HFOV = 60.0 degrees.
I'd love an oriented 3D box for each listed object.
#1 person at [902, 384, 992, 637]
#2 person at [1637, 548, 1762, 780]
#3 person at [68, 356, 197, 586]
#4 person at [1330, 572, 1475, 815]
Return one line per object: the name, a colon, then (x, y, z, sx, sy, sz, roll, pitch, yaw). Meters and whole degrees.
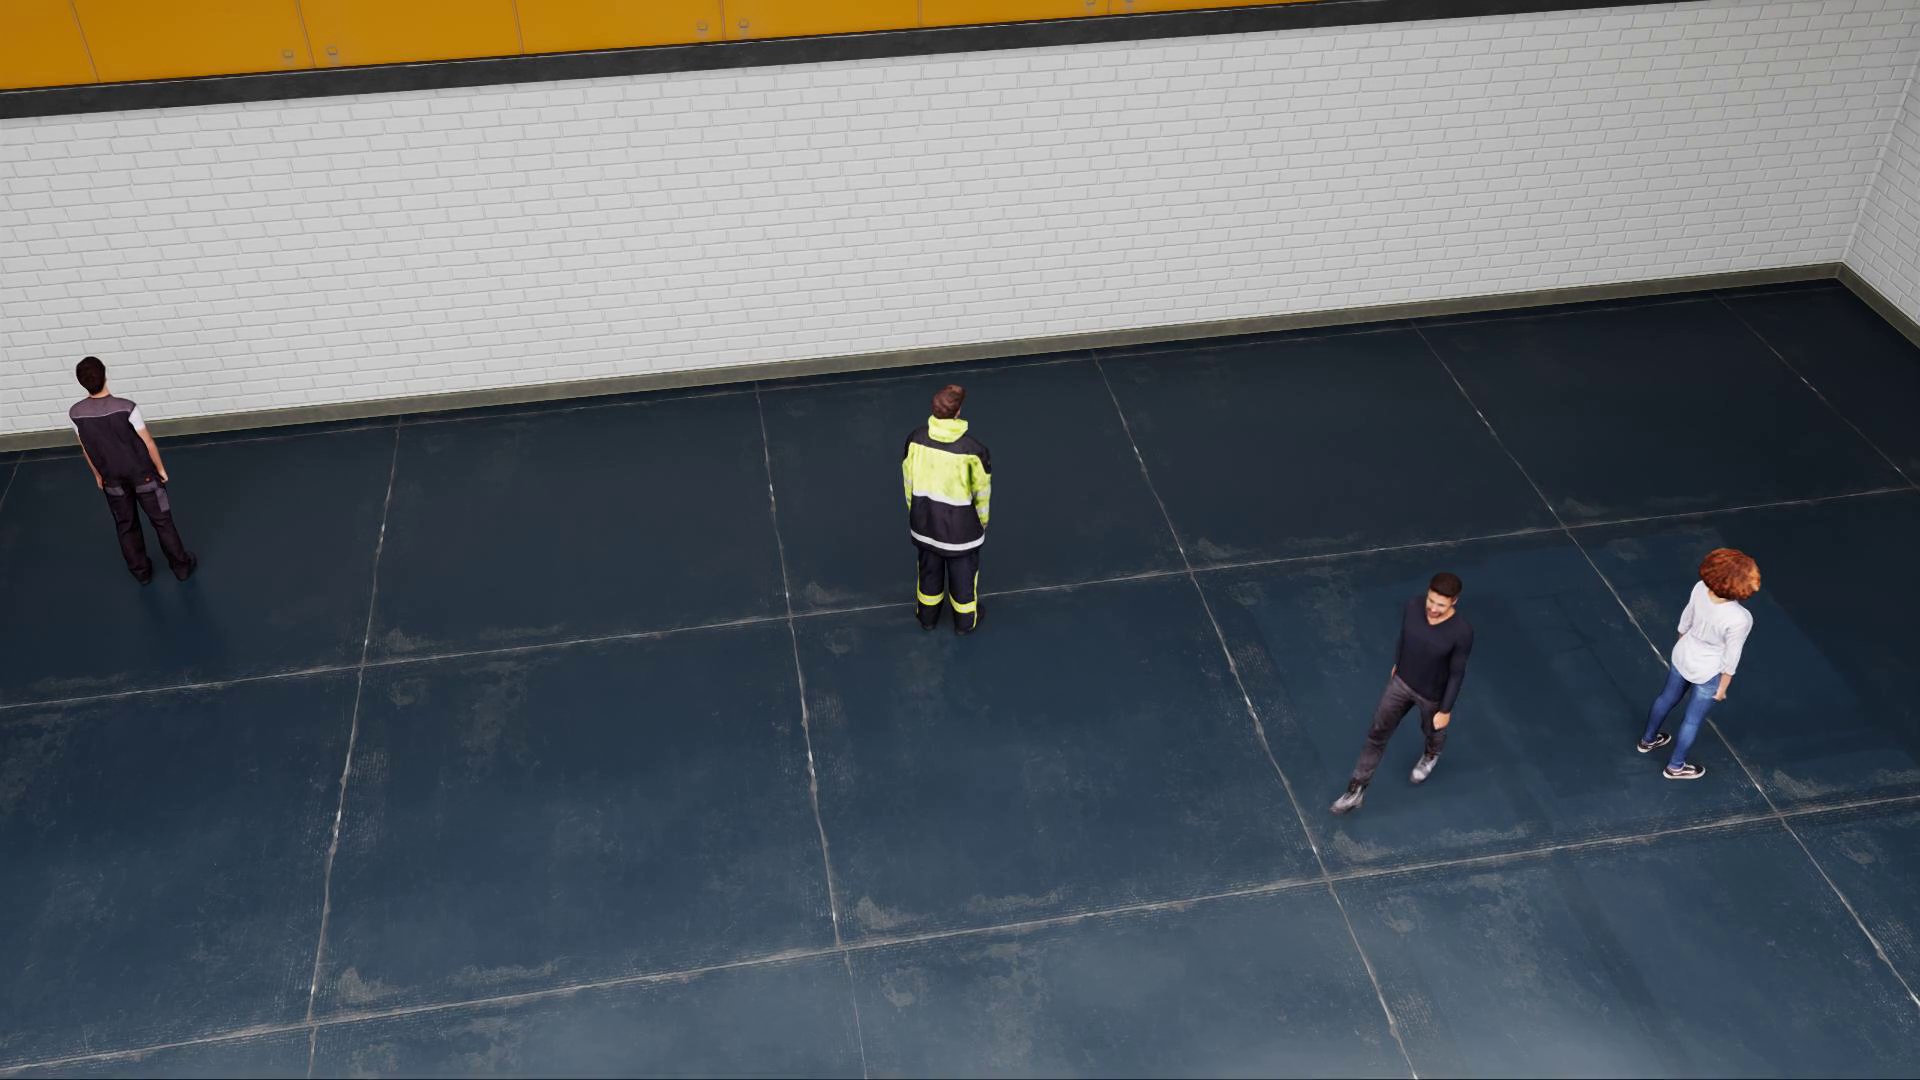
person: (-0.090, -0.201, 11.401, 0.868, 1.981, 0.849, 12, 40, 14)
person: (4.627, 0.759, 10.414, 0.724, 1.713, 0.575, -12, 40, -14)
person: (-5.931, -0.475, 11.853, 0.621, 1.846, 0.552, -6, 39, -8)
person: (2.888, 0.876, 10.191, 1.182, 1.809, 1.233, -32, 48, -33)
